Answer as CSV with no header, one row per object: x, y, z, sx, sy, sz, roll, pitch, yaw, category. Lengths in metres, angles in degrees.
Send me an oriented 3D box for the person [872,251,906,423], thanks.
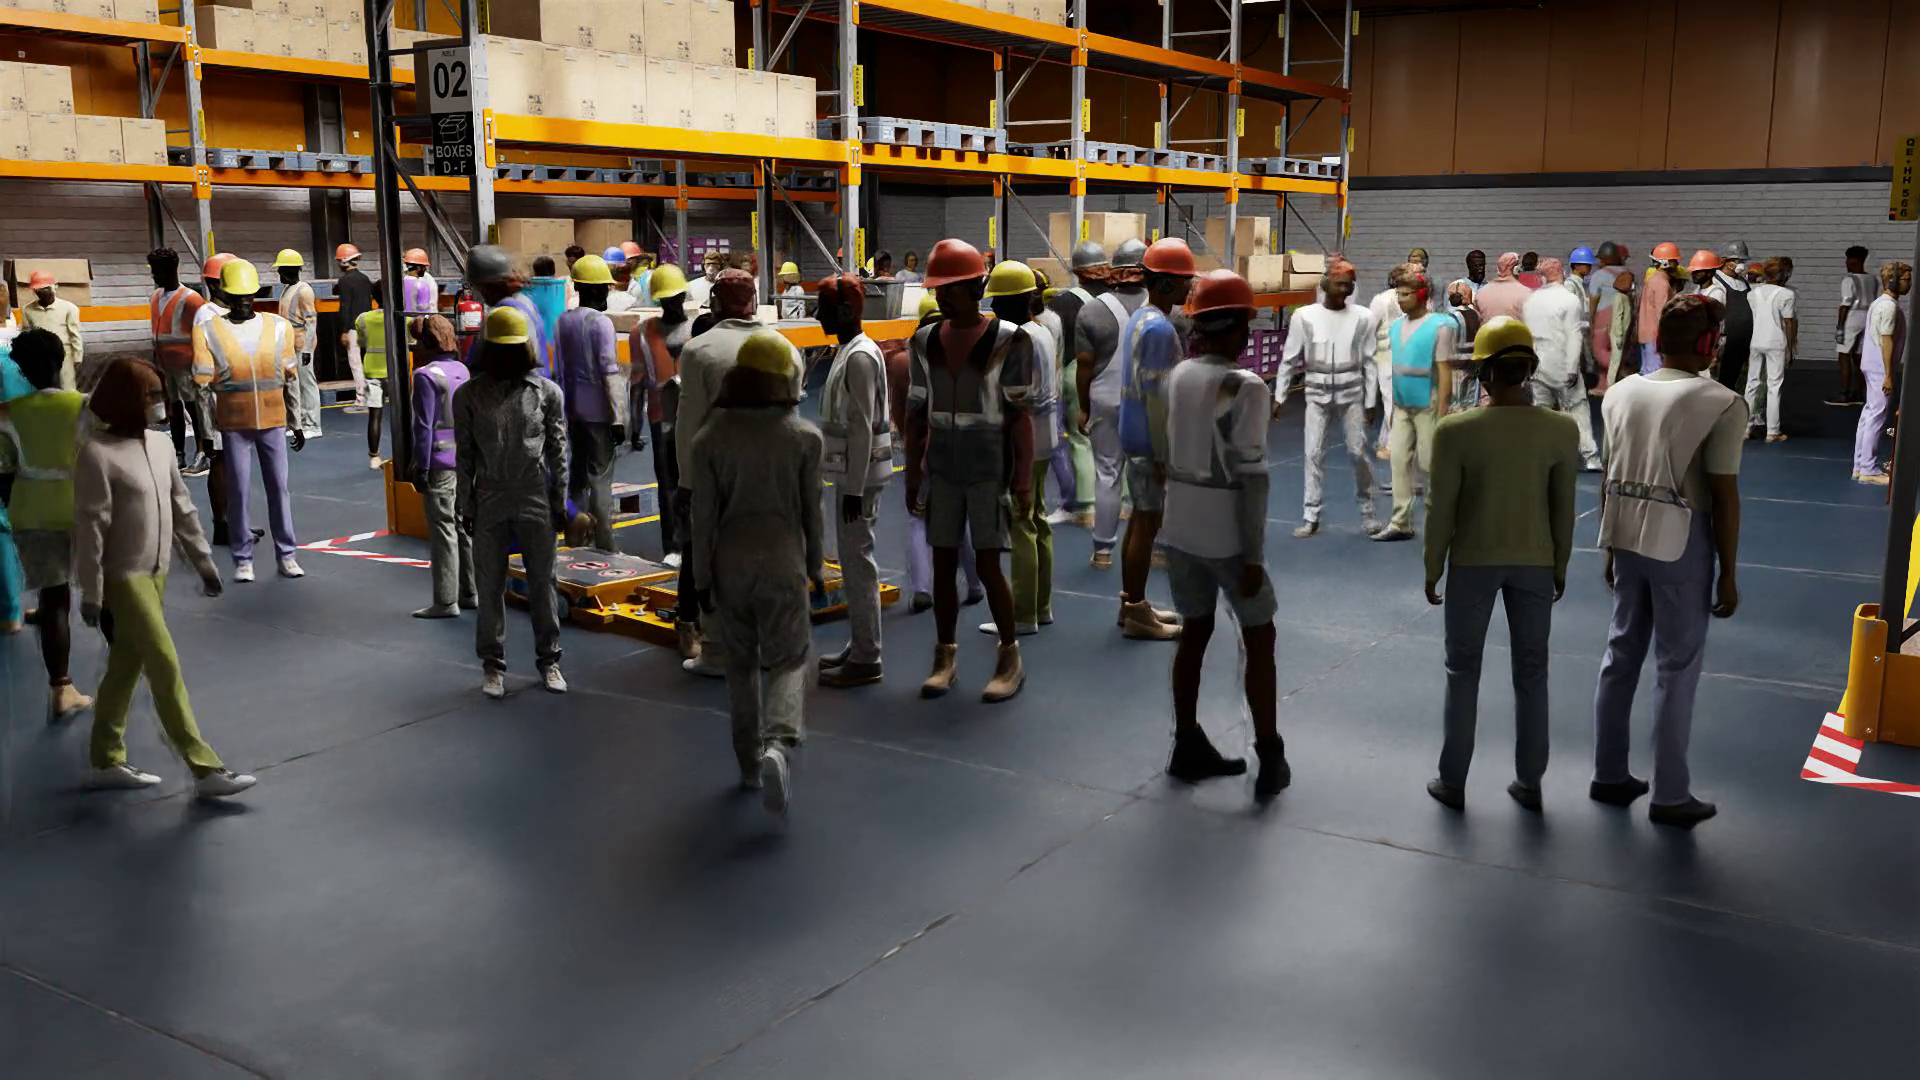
-0.792,-2.098,17.634,0.597,1.909,0.405,-9,13,-40,person

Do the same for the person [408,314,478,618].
-2.774,-0.397,8.969,0.314,1.632,0.524,2,10,10,person

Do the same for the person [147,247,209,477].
-6.719,-1.517,14.263,0.601,1.958,0.388,5,11,26,person

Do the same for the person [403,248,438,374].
-6.213,-2.377,19.128,0.410,1.936,0.654,-9,14,-41,person

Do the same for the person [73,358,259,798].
-2.877,0.148,6.016,0.786,1.597,0.521,1,10,4,person

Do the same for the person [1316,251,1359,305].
4.447,-2.503,19.917,0.434,1.887,0.667,-6,12,-30,person

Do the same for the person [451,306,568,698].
-1.978,-0.161,7.371,0.485,1.737,0.321,-3,11,-18,person

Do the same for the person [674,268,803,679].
-1.041,-0.306,7.750,0.652,1.894,0.401,-9,13,-40,person

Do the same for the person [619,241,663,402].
-3.752,-2.527,19.730,0.641,2.012,0.708,3,11,16,person

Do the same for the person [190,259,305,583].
-4.212,-0.704,9.886,0.593,1.915,0.391,-8,13,-36,person

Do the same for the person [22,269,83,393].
-8.904,-1.775,16.310,0.569,1.739,0.354,0,10,-1,person

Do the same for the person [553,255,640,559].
-2.280,-0.796,10.353,0.585,1.929,0.370,10,14,43,person

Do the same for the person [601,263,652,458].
-3.116,-1.673,15.536,0.577,1.799,0.907,7,13,35,person

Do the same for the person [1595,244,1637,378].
9.768,-3.390,24.651,0.914,1.963,0.631,-3,11,-16,person

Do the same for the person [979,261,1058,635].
0.299,-0.466,8.563,0.393,1.918,0.585,3,11,18,person

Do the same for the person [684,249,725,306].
-2.475,-1.963,16.832,0.634,1.932,0.361,1,10,7,person

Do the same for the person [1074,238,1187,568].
1.044,-0.840,10.283,0.682,2.000,0.536,1,10,3,person

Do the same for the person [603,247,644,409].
-3.634,-2.142,17.758,0.616,1.945,0.404,6,12,31,person

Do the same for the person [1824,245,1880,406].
10.966,-2.624,20.404,0.615,1.960,0.373,-5,11,-26,person

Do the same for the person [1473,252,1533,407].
5.116,-1.730,15.583,0.411,1.911,0.643,-8,13,-39,person

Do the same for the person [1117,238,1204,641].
1.015,-0.507,8.472,0.415,2.035,0.609,0,10,-1,person

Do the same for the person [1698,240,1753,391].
7.805,-2.038,16.921,0.681,2.000,0.535,-6,12,-29,person

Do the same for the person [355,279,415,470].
-5.029,-1.444,14.606,0.536,1.694,0.320,1,10,7,person

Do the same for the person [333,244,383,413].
-7.128,-2.490,19.604,0.418,1.983,0.634,2,10,10,person

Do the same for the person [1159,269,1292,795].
1.015,-0.026,6.130,0.516,1.919,0.567,-7,13,-35,person

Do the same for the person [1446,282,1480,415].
4.693,-1.598,15.625,0.514,1.634,0.313,-10,14,-43,person

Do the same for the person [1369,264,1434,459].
3.995,-1.662,15.532,0.742,1.794,0.829,-4,11,-21,person

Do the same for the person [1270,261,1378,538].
2.517,-0.962,11.411,0.769,1.884,0.532,2,11,13,person

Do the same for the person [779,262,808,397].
-2.164,-2.708,21.465,0.318,1.741,0.492,-6,12,-32,person

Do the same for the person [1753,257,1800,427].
8.791,-2.132,18.005,0.538,1.835,0.619,0,10,2,person

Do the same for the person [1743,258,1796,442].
8.126,-1.904,16.722,0.346,1.846,0.505,-9,13,-39,person
